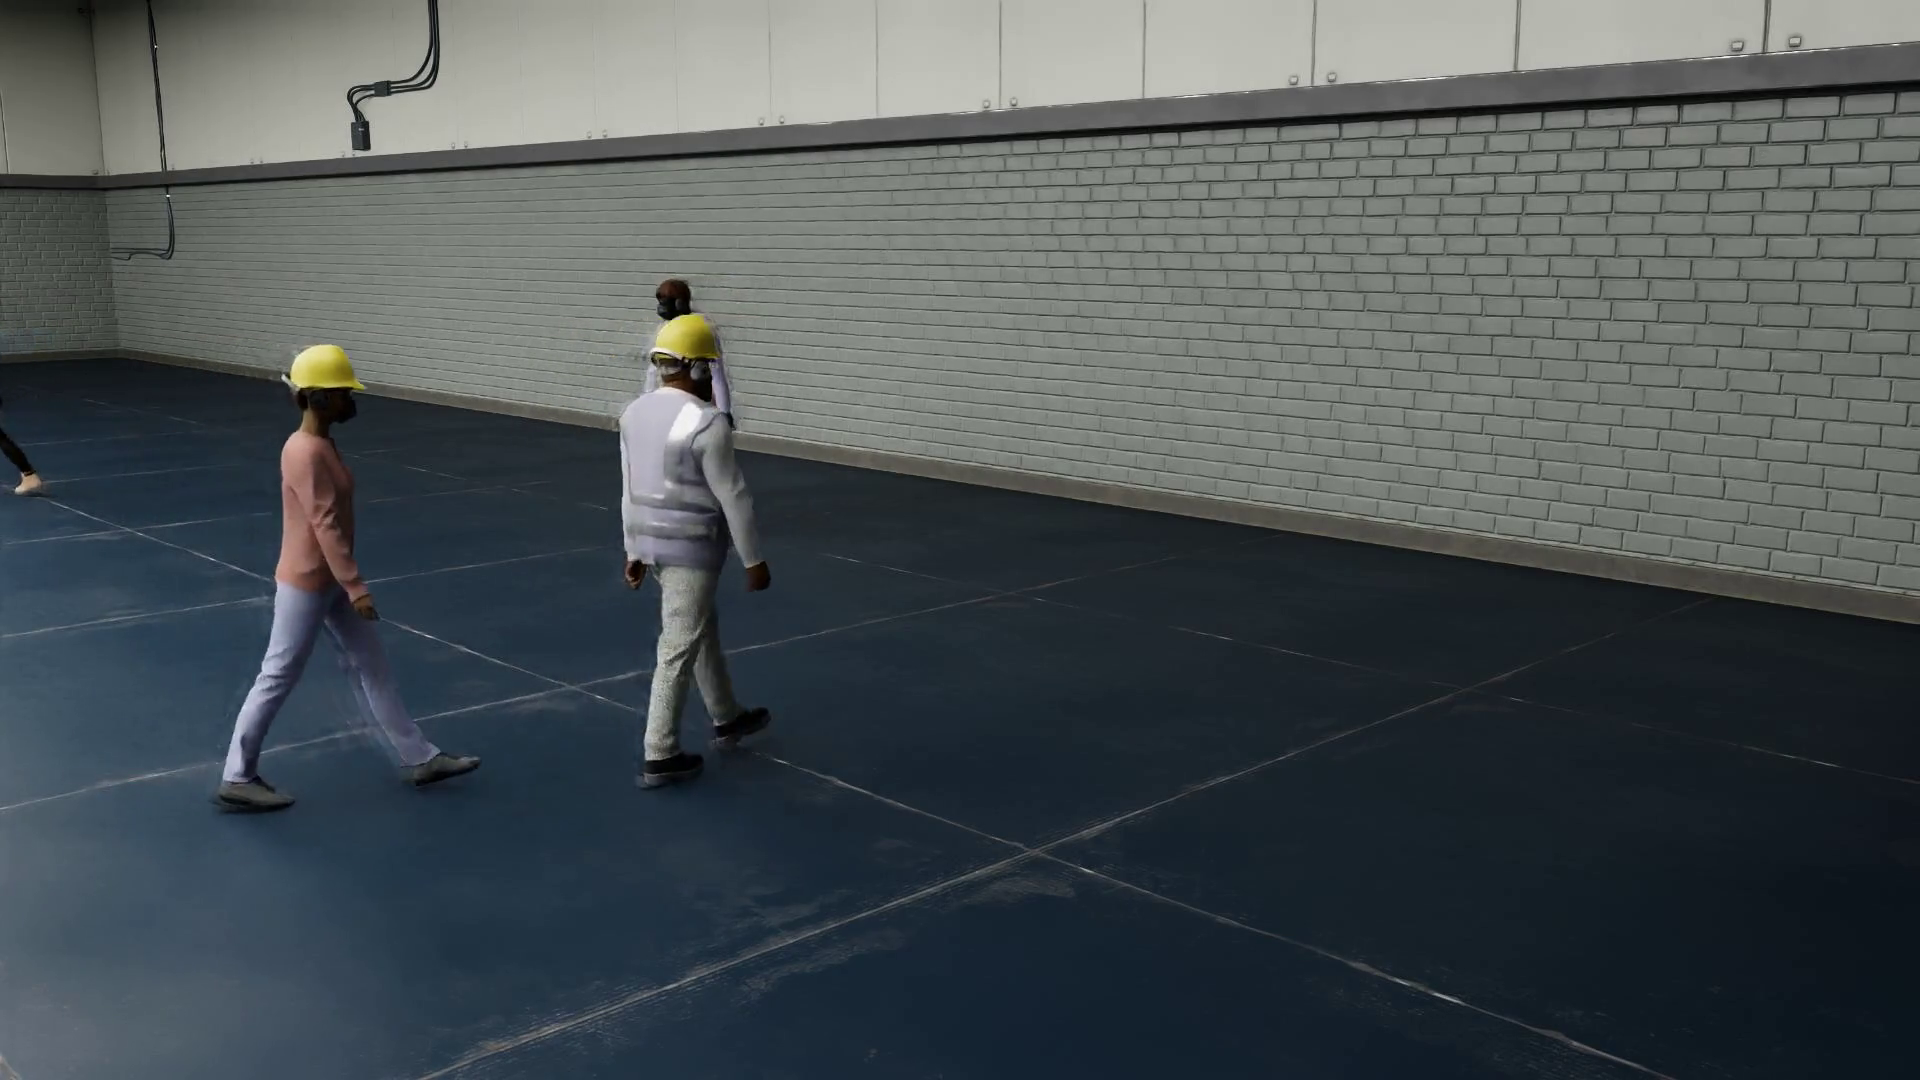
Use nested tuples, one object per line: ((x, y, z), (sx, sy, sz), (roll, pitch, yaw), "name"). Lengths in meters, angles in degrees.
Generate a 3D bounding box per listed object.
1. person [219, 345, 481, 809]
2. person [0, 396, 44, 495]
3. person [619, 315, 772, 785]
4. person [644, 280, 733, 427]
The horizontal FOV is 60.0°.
((-2.337, 0.143, 6.149), (0.932, 1.714, 0.534), (-2, 11, -9), "person")
((-7.939, -1.145, 13.410), (0.946, 1.623, 0.538), (-3, 11, -14), "person")
((-0.976, 0.021, 6.585), (0.836, 1.801, 0.596), (-9, 14, -41), "person")
((-1.989, -0.920, 11.728), (0.934, 1.794, 0.671), (-8, 13, -38), "person")
